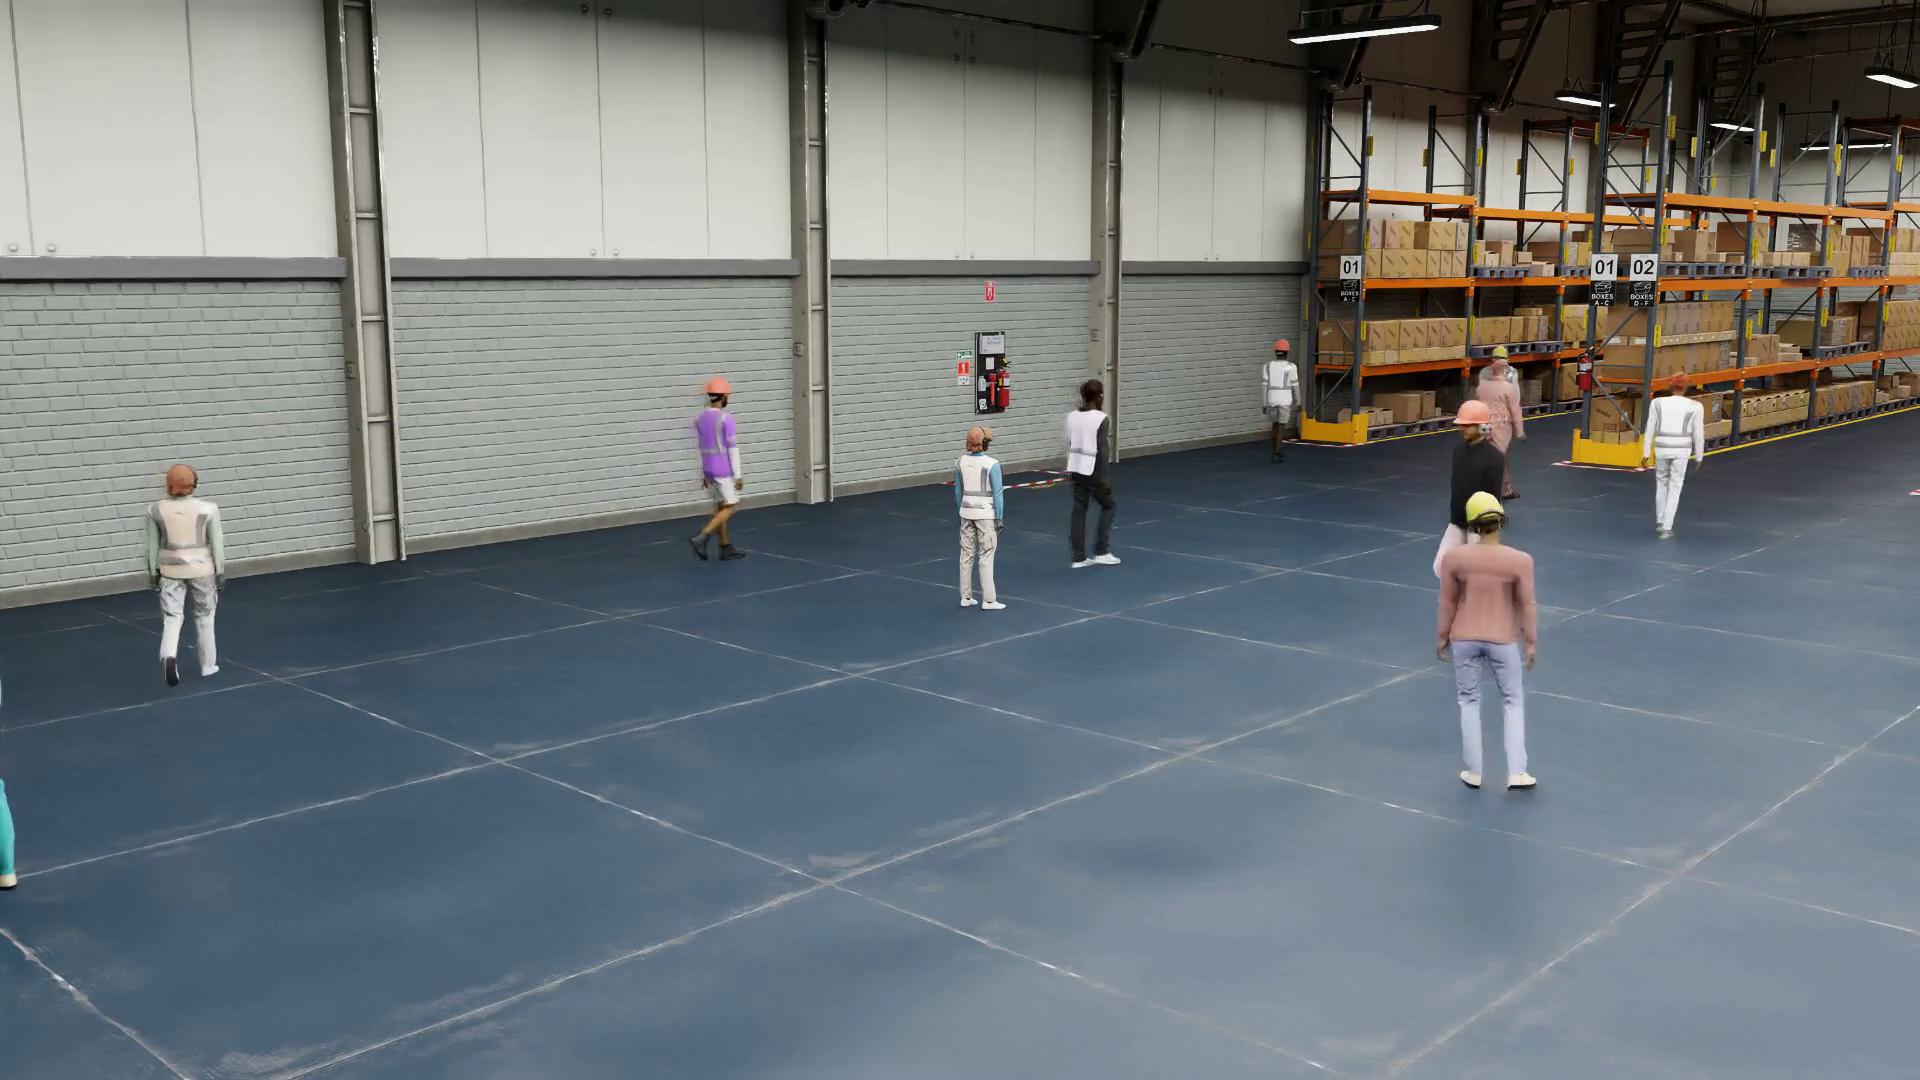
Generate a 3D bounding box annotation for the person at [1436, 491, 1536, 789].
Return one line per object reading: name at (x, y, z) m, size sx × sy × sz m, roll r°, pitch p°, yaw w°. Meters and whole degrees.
person at (3.071, 0.586, 9.735) m, size 0.563 × 1.736 × 0.459 m, roll 4°, pitch 10°, yaw 23°

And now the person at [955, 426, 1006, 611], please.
person at (0.171, -0.190, 14.732) m, size 0.514 × 1.641 × 0.308 m, roll 7°, pitch 12°, yaw 38°

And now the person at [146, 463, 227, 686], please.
person at (-5.623, 0.252, 12.084) m, size 0.531 × 1.619 × 0.676 m, roll -2°, pitch 10°, yaw -12°

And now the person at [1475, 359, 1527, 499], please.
person at (6.935, -1.402, 21.482) m, size 1.003 × 1.862 × 0.643 m, roll -4°, pitch 10°, yaw -22°

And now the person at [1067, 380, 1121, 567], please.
person at (1.391, -0.676, 16.880) m, size 0.660 × 1.899 × 0.621 m, roll -7°, pitch 12°, yaw -38°

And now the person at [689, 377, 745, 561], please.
person at (-2.500, -0.708, 17.025) m, size 0.563 × 1.922 × 0.694 m, roll 9°, pitch 13°, yaw 44°

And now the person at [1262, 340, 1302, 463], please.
person at (5.030, -2.158, 25.930) m, size 0.556 × 1.925 × 0.659 m, roll 7°, pitch 11°, yaw 35°

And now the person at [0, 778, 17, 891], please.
person at (-4.797, 0.869, 7.898) m, size 0.330 × 1.765 × 0.533 m, roll 3°, pitch 10°, yaw 15°

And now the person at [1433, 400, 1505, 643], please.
person at (4.081, -0.130, 13.322) m, size 0.440 × 1.979 × 0.648 m, roll -3°, pitch 10°, yaw -19°

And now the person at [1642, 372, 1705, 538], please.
person at (8.088, -0.970, 18.798) m, size 0.620 × 1.859 × 0.757 m, roll 7°, pitch 11°, yaw 35°

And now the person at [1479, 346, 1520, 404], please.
person at (8.460, -2.124, 26.023) m, size 0.600 × 1.804 × 0.763 m, roll 6°, pitch 11°, yaw 34°
